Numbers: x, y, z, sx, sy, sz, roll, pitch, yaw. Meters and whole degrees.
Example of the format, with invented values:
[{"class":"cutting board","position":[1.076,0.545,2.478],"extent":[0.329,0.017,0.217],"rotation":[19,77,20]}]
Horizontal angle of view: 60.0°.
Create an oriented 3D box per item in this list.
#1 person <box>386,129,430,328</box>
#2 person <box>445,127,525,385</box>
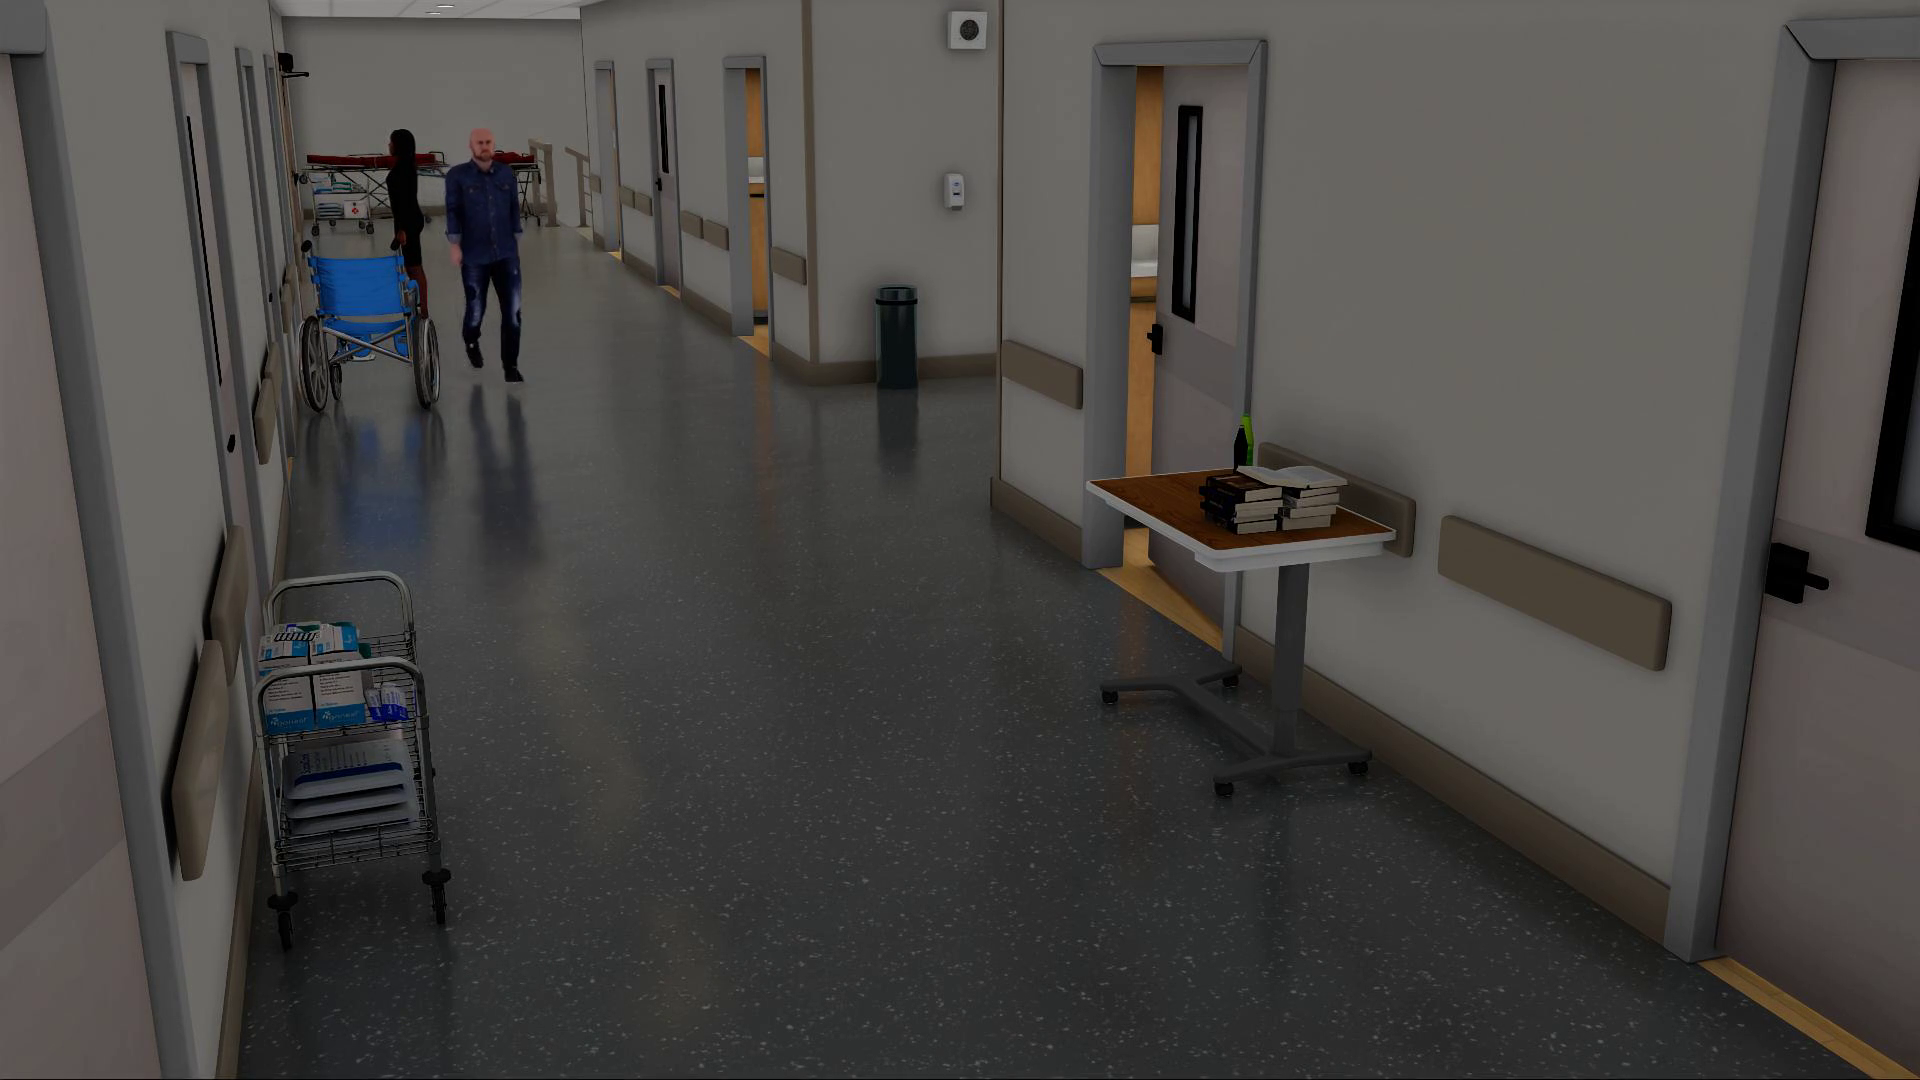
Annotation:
[{"class":"person","position":[-4.825,-2.713,14.541],"extent":[0.705,1.719,0.510],"rotation":[-3,16,-10]},{"class":"person","position":[-3.412,-2.031,11.979],"extent":[0.859,1.797,1.170],"rotation":[-9,18,-29]}]
